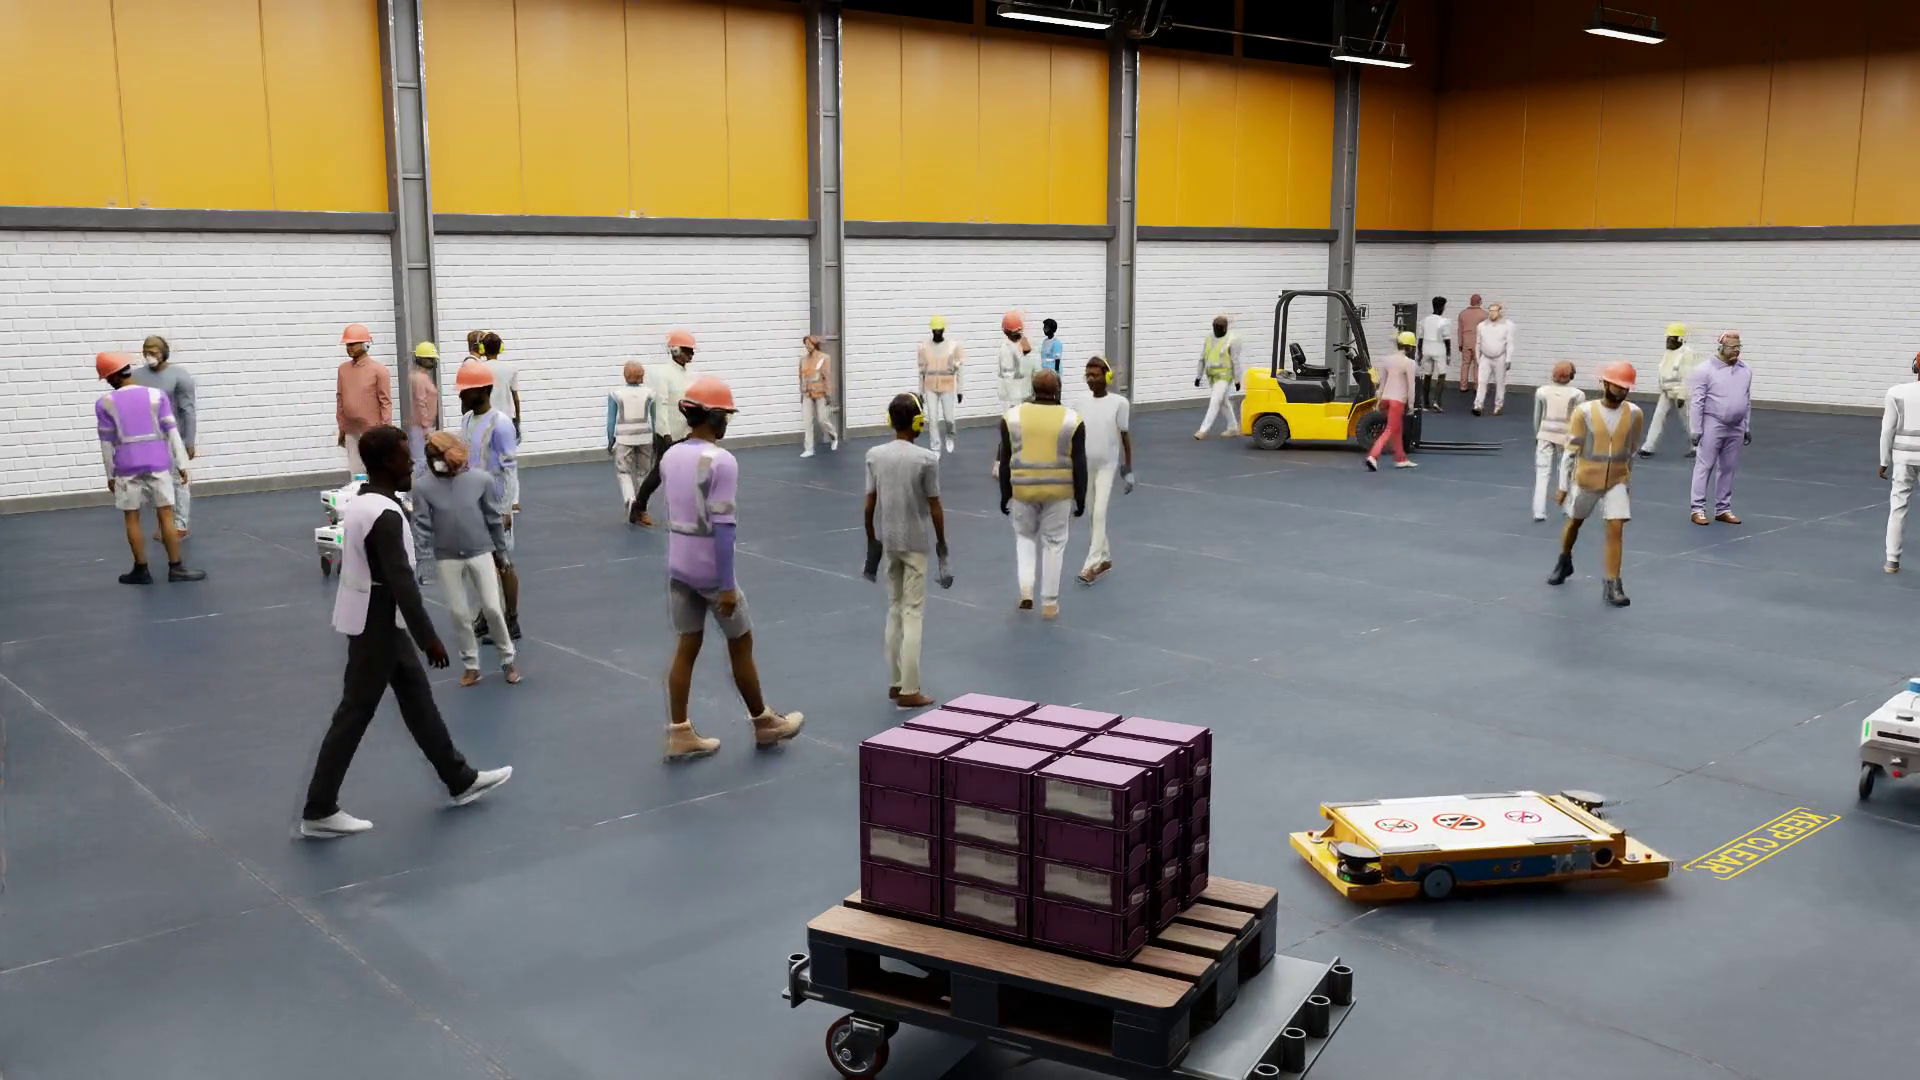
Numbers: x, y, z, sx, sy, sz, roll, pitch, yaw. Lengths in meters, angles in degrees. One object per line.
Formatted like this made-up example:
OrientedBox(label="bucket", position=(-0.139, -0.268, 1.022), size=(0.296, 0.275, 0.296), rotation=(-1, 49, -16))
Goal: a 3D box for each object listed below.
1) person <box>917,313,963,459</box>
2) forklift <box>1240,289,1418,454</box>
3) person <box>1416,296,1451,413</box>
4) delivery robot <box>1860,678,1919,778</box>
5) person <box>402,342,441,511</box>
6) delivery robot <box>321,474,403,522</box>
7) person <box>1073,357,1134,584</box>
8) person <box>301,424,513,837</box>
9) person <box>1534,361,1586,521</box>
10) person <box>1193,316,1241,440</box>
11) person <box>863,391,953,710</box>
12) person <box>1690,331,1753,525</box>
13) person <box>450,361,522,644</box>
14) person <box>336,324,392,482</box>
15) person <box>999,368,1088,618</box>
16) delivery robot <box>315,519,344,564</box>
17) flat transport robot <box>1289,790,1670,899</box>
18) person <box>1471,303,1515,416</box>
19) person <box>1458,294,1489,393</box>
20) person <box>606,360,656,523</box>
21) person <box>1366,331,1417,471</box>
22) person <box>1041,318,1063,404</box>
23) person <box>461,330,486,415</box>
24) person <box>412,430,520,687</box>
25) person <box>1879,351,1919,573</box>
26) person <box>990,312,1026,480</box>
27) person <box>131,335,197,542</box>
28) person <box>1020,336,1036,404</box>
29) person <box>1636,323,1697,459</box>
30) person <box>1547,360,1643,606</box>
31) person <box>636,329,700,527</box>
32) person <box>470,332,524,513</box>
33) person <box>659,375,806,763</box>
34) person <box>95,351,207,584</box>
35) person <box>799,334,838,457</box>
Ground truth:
OrientedBox(label="person", position=(-0.251, -1.987, 21.578), size=(0.599, 1.911, 0.621), rotation=(1, 10, 8))
OrientedBox(label="forklift", position=(5.034, -2.339, 22.783), size=(2.313, 2.155, 1.214), rotation=(3, 10, 16))
OrientedBox(label="person", position=(7.999, -3.147, 28.194), size=(0.579, 1.965, 0.736), rotation=(-8, 13, -39))
OrientedBox(label="delivery robot", position=(4.711, 0.926, 8.190), size=(0.477, 0.478, 0.707), rotation=(9, 13, 42))
OrientedBox(label="person", position=(-5.602, -1.160, 17.270), size=(0.650, 1.762, 0.533), rotation=(-1, 10, -7))
OrientedBox(label="delivery robot", position=(-5.699, -0.383, 15.854), size=(0.707, 0.478, 0.477), rotation=(-8, 13, -40))
OrientedBox(label="person", position=(1.094, -0.571, 13.529), size=(0.557, 1.824, 0.892), rotation=(6, 11, 32))
OrientedBox(label="person", position=(-2.600, 0.406, 7.651), size=(1.014, 1.870, 0.587), rotation=(-5, 11, -27))
OrientedBox(label="person", position=(6.003, -0.998, 16.693), size=(0.514, 1.593, 0.865), rotation=(6, 11, 32))
OrientedBox(label="person", position=(3.737, -2.332, 23.990), size=(0.938, 1.782, 0.696), rotation=(-6, 12, -33))
OrientedBox(label="person", position=(-0.313, 0.057, 9.777), size=(0.550, 1.861, 0.384), rotation=(7, 12, 34))
OrientedBox(label="person", position=(7.498, -1.095, 16.350), size=(0.654, 1.904, 0.406), rotation=(-2, 10, -12))
OrientedBox(label="person", position=(-3.249, -0.253, 11.333), size=(0.551, 1.932, 0.378), rotation=(9, 13, 41))
OrientedBox(label="person", position=(-5.701, -1.045, 15.887), size=(0.612, 1.962, 0.382), rotation=(4, 10, 20))
OrientedBox(label="person", position=(0.614, -0.337, 12.142), size=(0.649, 1.824, 0.457), rotation=(2, 10, 10))
OrientedBox(label="delivery robot", position=(-4.977, -0.032, 13.795), size=(0.477, 0.478, 0.707), rotation=(6, 11, 30))
OrientedBox(label="flat transport robot", position=(2.212, 1.293, 7.143), size=(1.431, 0.197, 0.652), rotation=(-2, 10, -10))
OrientedBox(label="person", position=(8.752, -2.950, 27.343), size=(0.646, 1.863, 0.965), rotation=(6, 11, 30))
OrientedBox(label="person", position=(9.934, -3.790, 32.105), size=(0.651, 1.913, 0.410), rotation=(9, 13, 43))
OrientedBox(label="person", position=(-3.187, -0.948, 16.293), size=(0.523, 1.622, 0.585), rotation=(-3, 10, -17))
OrientedBox(label="person", position=(5.313, -1.707, 20.485), size=(0.882, 1.716, 0.565), rotation=(-4, 11, -25))
OrientedBox(label="person", position=(1.402, -2.550, 25.502), size=(0.320, 1.694, 0.537), rotation=(-3, 10, -19))
OrientedBox(label="person", position=(-5.216, -1.346, 18.003), size=(0.343, 1.842, 0.507), rotation=(-4, 10, -20))
OrientedBox(label="person", position=(-3.031, 0.120, 10.116), size=(0.544, 1.595, 0.401), rotation=(-2, 10, -13))
OrientedBox(label="person", position=(7.948, -0.647, 13.785), size=(0.579, 1.882, 0.342), rotation=(7, 12, 37))
OrientedBox(label="person", position=(0.586, -1.693, 19.649), size=(0.422, 1.998, 0.675), rotation=(2, 10, 10))
OrientedBox(label="person", position=(-7.293, -0.917, 15.250), size=(0.652, 1.921, 0.463), rotation=(2, 10, 9))
OrientedBox(label="person", position=(0.823, -1.841, 21.563), size=(0.663, 1.616, 0.516), rotation=(8, 13, 40))
OrientedBox(label="person", position=(9.278, -1.919, 21.555), size=(0.959, 1.782, 0.610), rotation=(-2, 10, -12))
OrientedBox(label="person", position=(4.927, -0.479, 12.909), size=(0.596, 1.868, 1.075), rotation=(1, 10, 5))
OrientedBox(label="person", position=(-2.783, -1.051, 15.973), size=(0.985, 1.953, 0.620), rotation=(7, 12, 34))
OrientedBox(label="person", position=(-4.772, -1.183, 16.995), size=(0.597, 1.869, 0.357), rotation=(-5, 11, -28))
OrientedBox(label="person", position=(-1.240, 0.141, 8.771), size=(0.827, 2.015, 0.638), rotation=(-9, 14, -44))
OrientedBox(label="person", position=(-6.522, -0.579, 13.416), size=(0.730, 1.893, 0.397), rotation=(-5, 11, -29))
OrientedBox(label="person", position=(-1.879, -1.909, 21.944), size=(0.523, 1.620, 0.595), rotation=(5, 11, 28))
